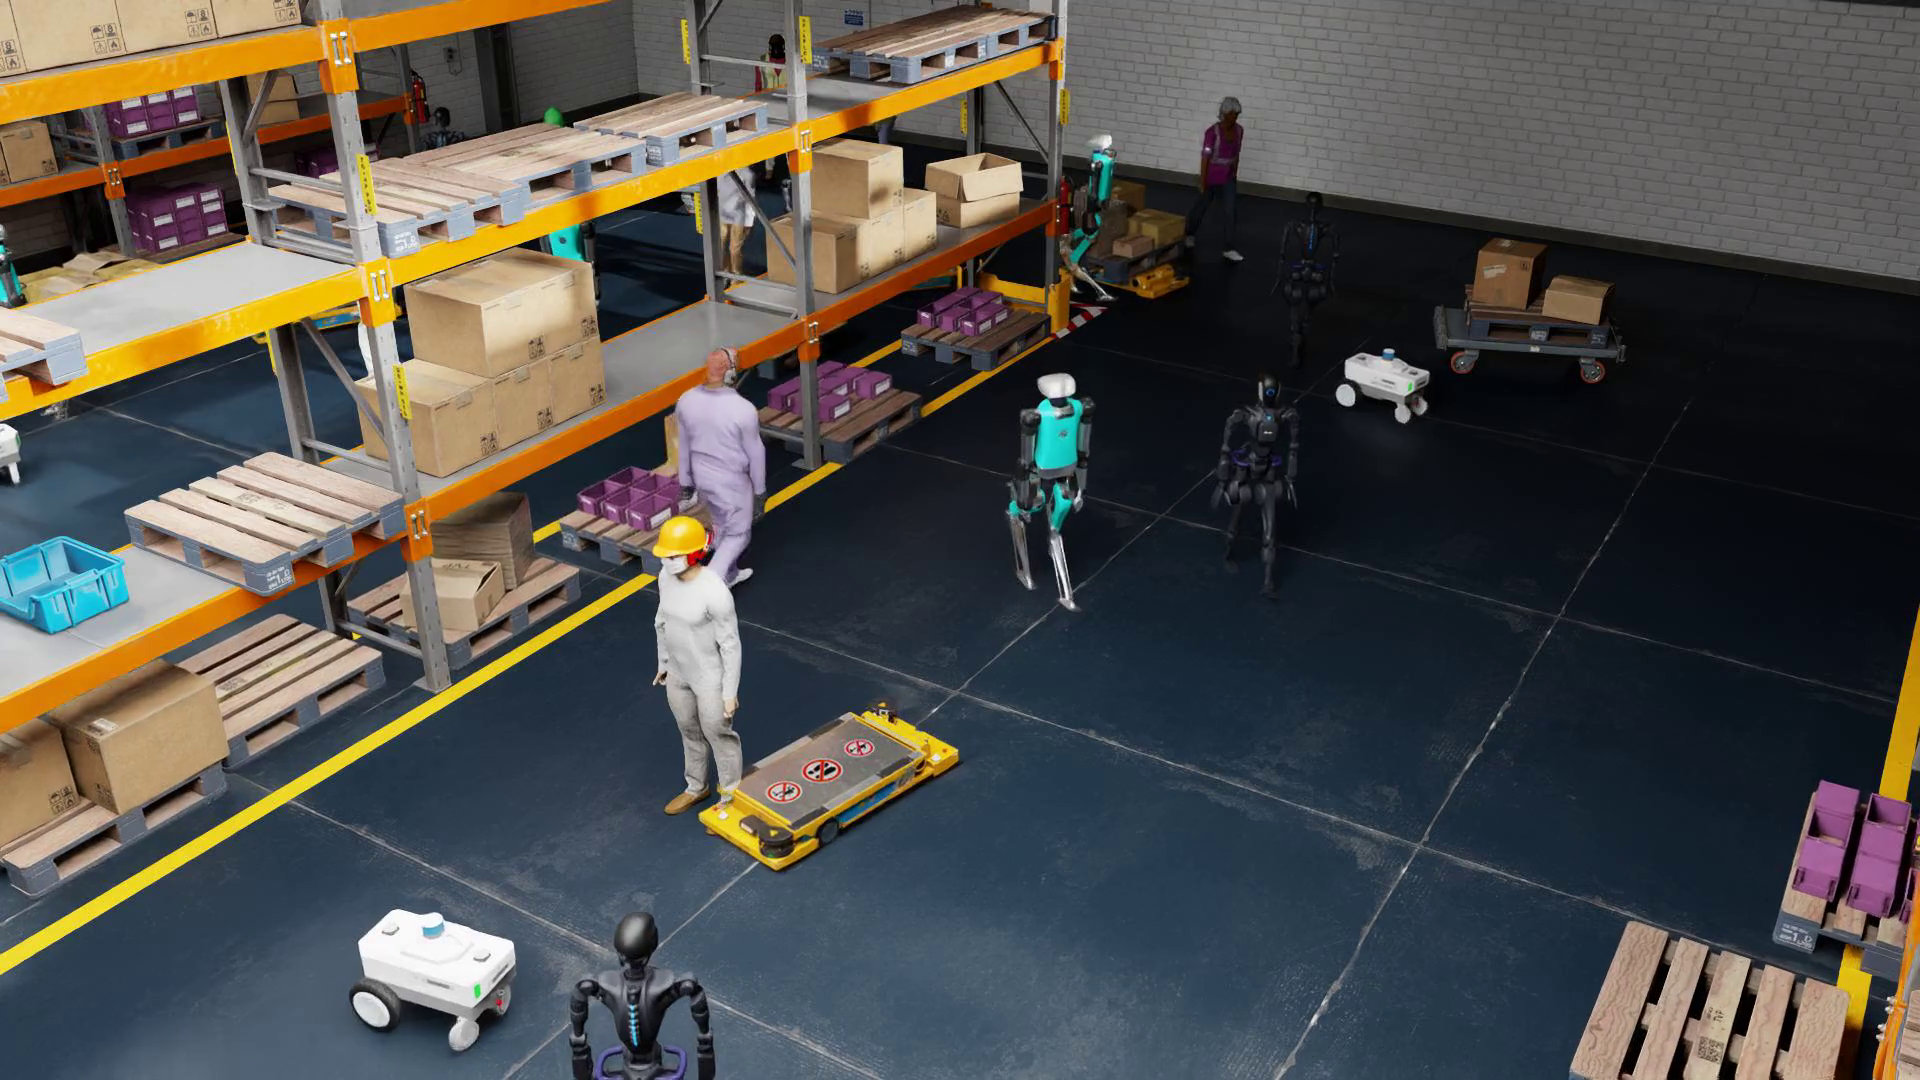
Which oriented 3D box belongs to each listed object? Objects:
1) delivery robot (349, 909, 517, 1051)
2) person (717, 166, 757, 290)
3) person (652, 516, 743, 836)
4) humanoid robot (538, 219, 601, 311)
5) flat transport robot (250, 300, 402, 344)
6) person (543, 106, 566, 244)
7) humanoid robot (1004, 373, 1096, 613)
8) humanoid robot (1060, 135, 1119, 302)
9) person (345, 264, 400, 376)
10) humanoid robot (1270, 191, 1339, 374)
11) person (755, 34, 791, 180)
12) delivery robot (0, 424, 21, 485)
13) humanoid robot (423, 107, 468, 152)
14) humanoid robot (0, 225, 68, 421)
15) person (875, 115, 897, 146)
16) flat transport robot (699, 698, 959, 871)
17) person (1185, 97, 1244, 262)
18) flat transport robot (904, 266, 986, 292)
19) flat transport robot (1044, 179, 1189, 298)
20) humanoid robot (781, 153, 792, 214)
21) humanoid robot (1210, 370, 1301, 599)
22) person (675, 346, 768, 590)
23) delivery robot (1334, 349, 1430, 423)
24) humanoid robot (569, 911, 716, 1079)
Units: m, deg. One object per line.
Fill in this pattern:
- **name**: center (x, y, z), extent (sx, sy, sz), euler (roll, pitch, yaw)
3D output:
- **delivery robot**: center (-2.493, 2.035, 7.886), extent (0.779, 0.608, 0.507), euler (10, 29, 19)
- **person**: center (-2.367, -3.312, 17.120), extent (0.603, 1.709, 0.382), euler (14, 30, 25)
- **person**: center (-1.421, 0.725, 8.974), extent (0.577, 1.894, 0.375), euler (19, 33, 33)
- **humanoid robot**: center (-3.467, -2.345, 15.246), extent (0.542, 1.763, 1.031), euler (4, 27, 7)
- **flat transport robot**: center (-6.417, -2.271, 16.672), extent (1.431, 0.231, 0.659), euler (-19, 33, -33)
- **person**: center (-4.164, -3.546, 17.367), extent (0.491, 1.921, 0.903), euler (-12, 29, -22)
- **humanoid robot**: center (0.528, -0.384, 11.338), extent (0.546, 1.762, 0.858), euler (-11, 29, -21)
- **humanoid robot**: center (1.229, -3.287, 17.079), extent (0.892, 1.779, 0.573), euler (11, 29, 21)
- **person**: center (-5.267, -2.333, 14.958), extent (0.372, 1.934, 0.626), euler (7, 28, 13)
- **humanoid robot**: center (3.195, -2.391, 15.386), extent (0.612, 1.647, 0.611), euler (2, 27, 5)
- **person**: center (-2.327, -5.588, 21.472), extent (0.621, 1.844, 0.429), euler (-3, 27, -5)
- **delivery robot**: center (-7.847, -0.624, 13.130), extent (0.514, 0.611, 0.783), euler (21, 33, 35)
- **humanoid robot**: center (-5.643, -3.963, 18.453), extent (0.599, 1.638, 0.430), euler (1, 27, 2)
- **humanoid robot**: center (-7.858, -1.846, 14.232), extent (0.657, 1.817, 0.535), euler (-22, 34, -37)
- **person**: center (-0.931, -5.325, 21.210), extent (0.414, 1.649, 0.510), euler (7, 28, 14)
- **flat transport robot**: center (-0.730, 1.370, 9.499), extent (0.659, 0.231, 1.431), euler (23, 35, 38)
- **person**: center (2.846, -4.065, 18.530), extent (0.566, 1.799, 0.894), euler (-11, 29, -21)
- **flat transport robot**: center (-0.427, -2.840, 17.794), extent (1.431, 0.231, 0.659), euler (-9, 28, -18)
- **flat transport robot**: center (1.694, -2.903, 17.919), extent (1.431, 0.231, 0.659), euler (22, 34, 36)
- **humanoid robot**: center (-1.518, -3.144, 16.847), extent (0.472, 1.644, 0.610), euler (20, 33, 34)
- **humanoid robot**: center (2.049, -0.411, 11.502), extent (0.616, 1.622, 0.783), euler (-4, 27, -7)
- **person**: center (-1.627, -0.386, 11.185), extent (0.642, 1.869, 0.775), euler (17, 32, 30)
- **delivery robot**: center (3.726, -1.394, 14.613), extent (0.768, 0.581, 0.499), euler (24, 35, 39)
- **humanoid robot**: center (-1.245, 2.109, 6.529), extent (0.588, 1.627, 0.754), euler (-2, 27, -3)
